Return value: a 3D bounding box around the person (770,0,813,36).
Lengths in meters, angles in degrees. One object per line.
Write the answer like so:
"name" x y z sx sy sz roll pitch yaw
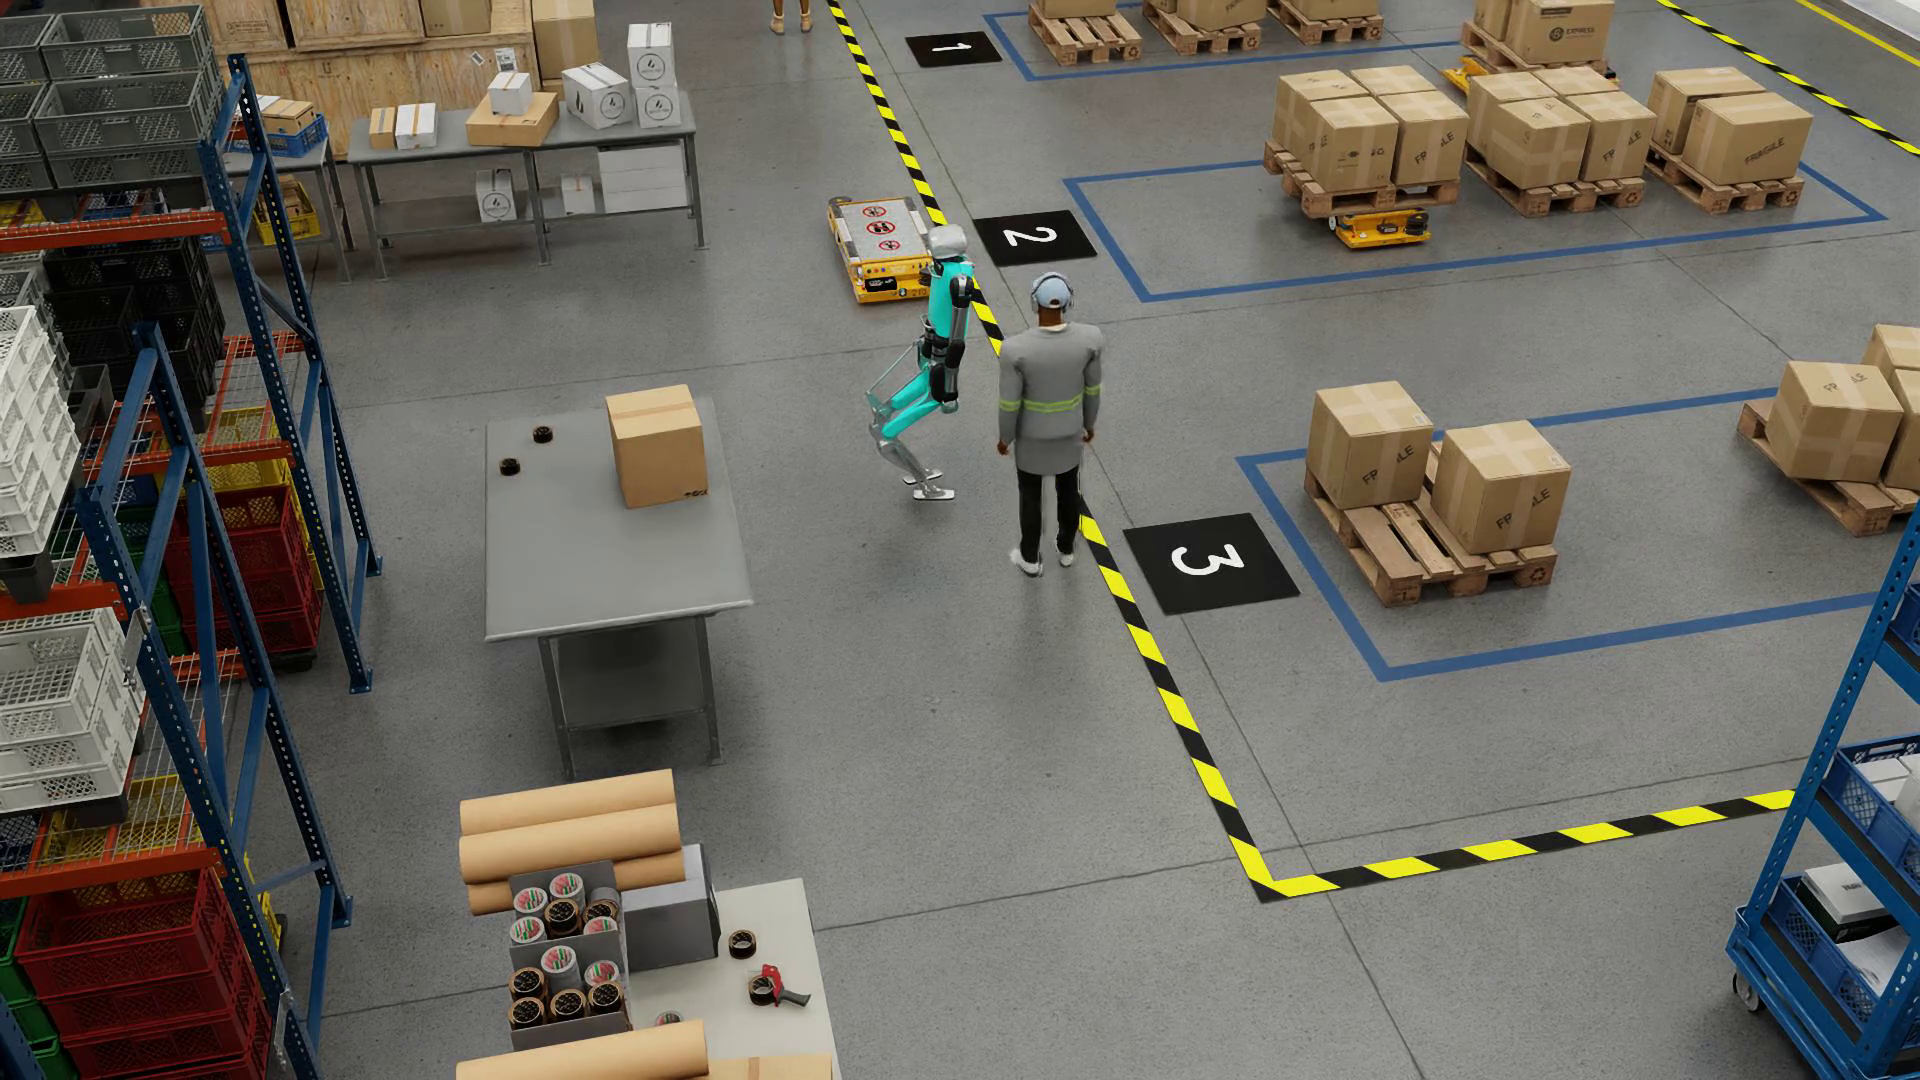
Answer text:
"person" -1.701 -5.910 16.021 0.613 2.031 0.394 -8 37 -11

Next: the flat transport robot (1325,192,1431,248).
"flat transport robot" 3.134 -2.740 13.213 0.652 0.197 1.431 -8 37 -10

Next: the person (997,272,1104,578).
"person" 0.477 -0.619 9.079 0.592 1.852 0.388 -8 37 -11

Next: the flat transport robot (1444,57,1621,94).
"flat transport robot" 5.275 -4.303 15.314 1.431 0.197 0.652 -8 37 -10

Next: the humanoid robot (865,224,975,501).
"humanoid robot" -0.281 -0.980 9.528 0.735 1.677 0.533 -8 37 -11

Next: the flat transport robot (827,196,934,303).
"flat transport robot" -0.570 -2.220 12.538 0.659 0.231 1.431 -8 37 -10
